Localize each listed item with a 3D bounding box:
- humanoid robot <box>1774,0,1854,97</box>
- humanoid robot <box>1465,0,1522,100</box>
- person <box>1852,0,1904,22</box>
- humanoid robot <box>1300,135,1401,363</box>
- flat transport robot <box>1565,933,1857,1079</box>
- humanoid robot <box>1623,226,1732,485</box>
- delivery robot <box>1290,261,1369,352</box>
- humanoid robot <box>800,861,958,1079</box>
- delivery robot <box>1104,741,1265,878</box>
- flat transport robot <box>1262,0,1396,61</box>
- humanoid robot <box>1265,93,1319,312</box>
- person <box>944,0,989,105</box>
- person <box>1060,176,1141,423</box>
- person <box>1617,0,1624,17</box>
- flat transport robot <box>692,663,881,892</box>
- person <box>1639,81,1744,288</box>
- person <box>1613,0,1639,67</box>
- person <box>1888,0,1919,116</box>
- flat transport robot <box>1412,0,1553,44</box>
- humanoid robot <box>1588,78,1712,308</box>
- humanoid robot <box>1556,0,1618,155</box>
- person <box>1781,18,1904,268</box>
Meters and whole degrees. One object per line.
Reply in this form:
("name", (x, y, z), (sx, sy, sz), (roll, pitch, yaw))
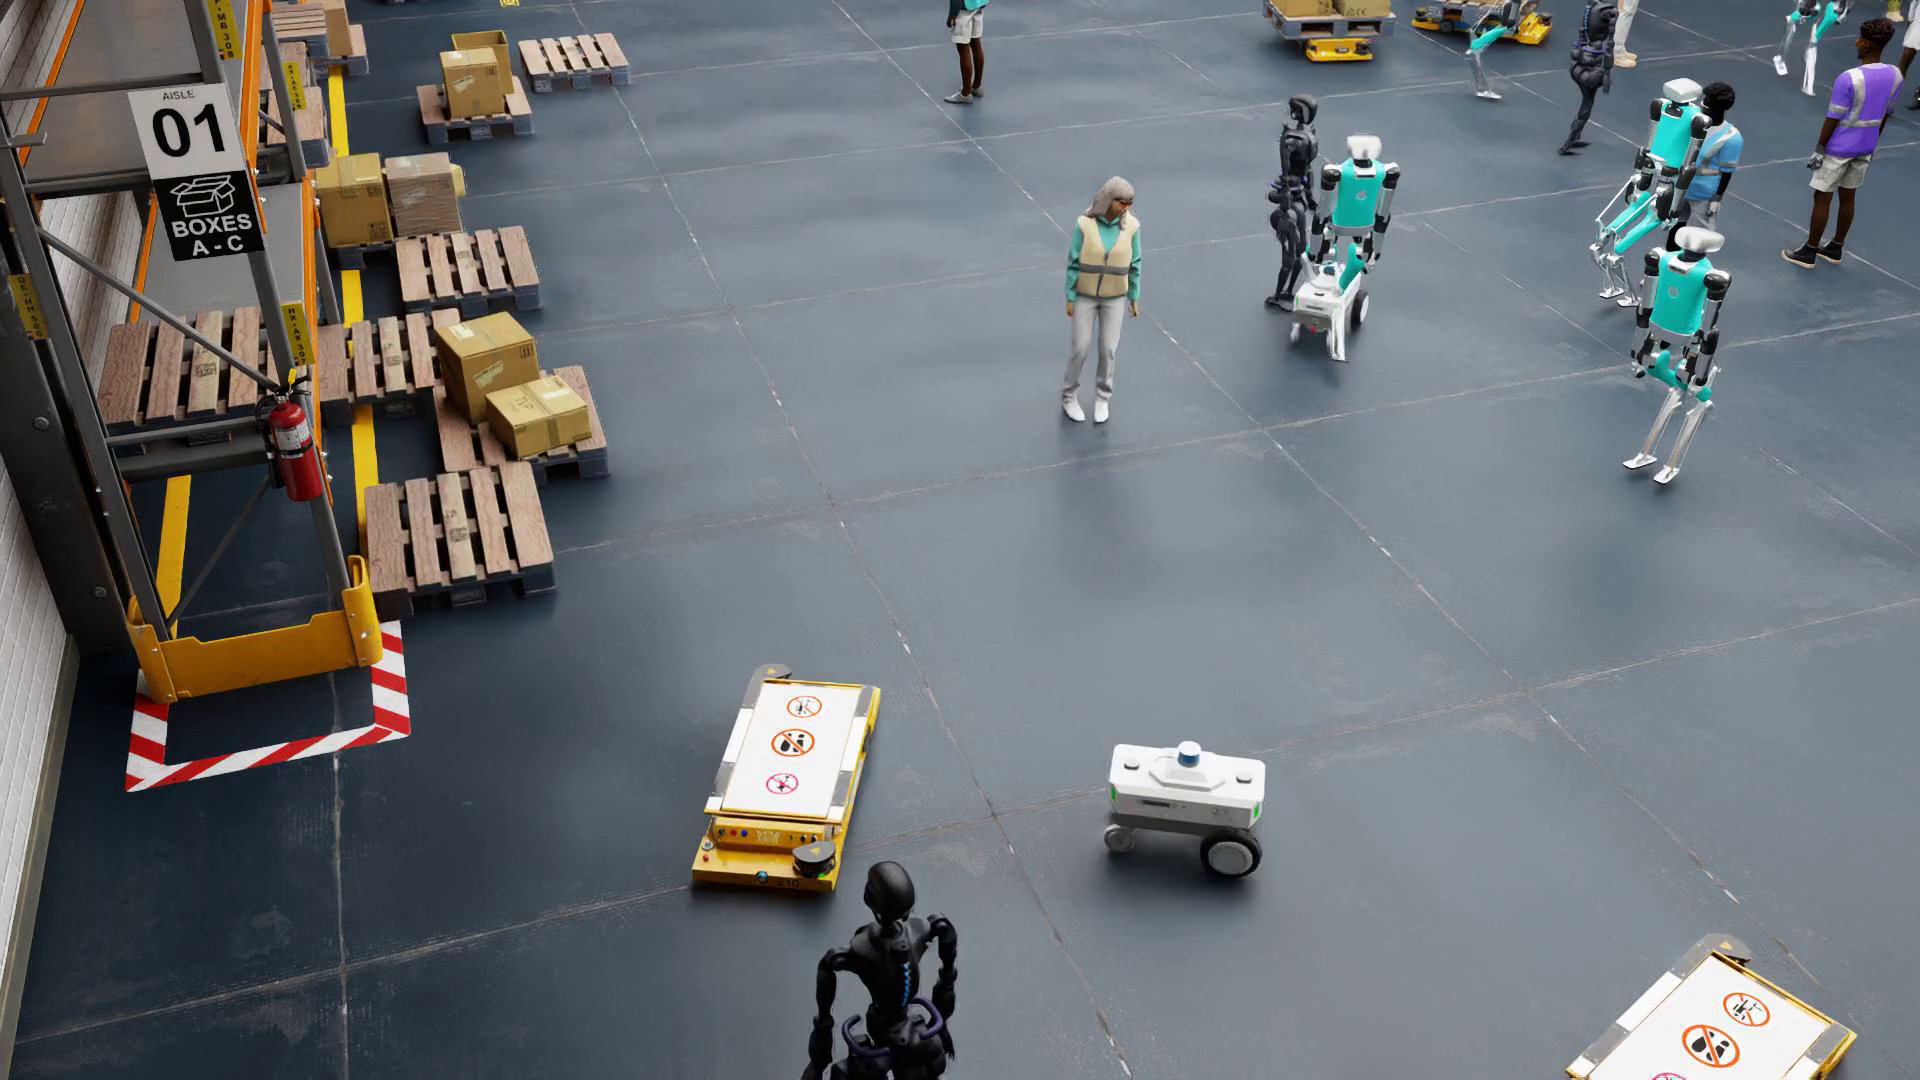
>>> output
("humanoid robot", (8.737, -5.506, 17.011), (0.531, 1.772, 1.017), (0, 33, 0))
("humanoid robot", (5.335, -5.216, 16.564), (0.747, 1.844, 0.532), (10, 34, 15))
("person", (10.738, -6.967, 19.155), (0.577, 1.795, 0.868), (-9, 34, -14))
("humanoid robot", (2.674, -2.120, 11.776), (0.530, 1.713, 1.056), (-2, 33, -3))
("flat transport robot", (2.917, 2.128, 6.594), (1.431, 0.231, 0.659), (-26, 41, -33))
("humanoid robot", (4.471, -1.167, 10.207), (0.741, 1.690, 0.530), (-21, 39, -29))
("delivery robot", (2.714, -1.780, 12.316), (0.499, 0.583, 0.767), (15, 36, 21))
("humanoid robot", (-0.243, 1.819, 5.784), (0.602, 1.646, 0.492), (-17, 37, -24))
("delivery robot", (1.064, 1.197, 7.752), (0.773, 0.586, 0.499), (6, 34, 9))
("flat transport robot", (4.048, -5.606, 18.457), (0.659, 0.231, 1.431), (-3, 33, -5))
("humanoid robot", (2.508, -2.519, 12.423), (0.363, 1.647, 0.598), (17, 37, 24))
("person", (0.072, -5.297, 16.454), (0.426, 1.938, 0.564), (18, 37, 25))
("person", (0.920, -1.601, 11.002), (0.518, 1.680, 0.422), (-1, 33, -2))
("person", (7.663, -6.902, 19.155), (0.473, 1.674, 0.379), (20, 38, 28))
("flat transport robot", (-0.818, 1.128, 8.128), (0.659, 0.231, 1.431), (4, 33, 5))
("person", (5.574, -2.636, 12.596), (0.320, 1.692, 0.532), (-14, 36, -20))
("person", (7.185, -5.964, 17.542), (0.353, 1.869, 0.469), (13, 35, 19))
("person", (9.422, -5.043, 16.116), (0.542, 1.889, 0.934), (24, 40, 32))
("flat transport robot", (5.940, -5.905, 18.916), (1.431, 0.231, 0.659), (17, 37, 24))
("humanoid robot", (4.984, -2.524, 12.264), (0.735, 1.677, 0.533), (-12, 35, -18))
("humanoid robot", (5.822, -4.366, 15.268), (0.418, 1.644, 0.600), (-6, 34, -9))
("person", (6.974, -3.103, 13.078), (0.604, 1.958, 0.374), (-11, 35, -17))
